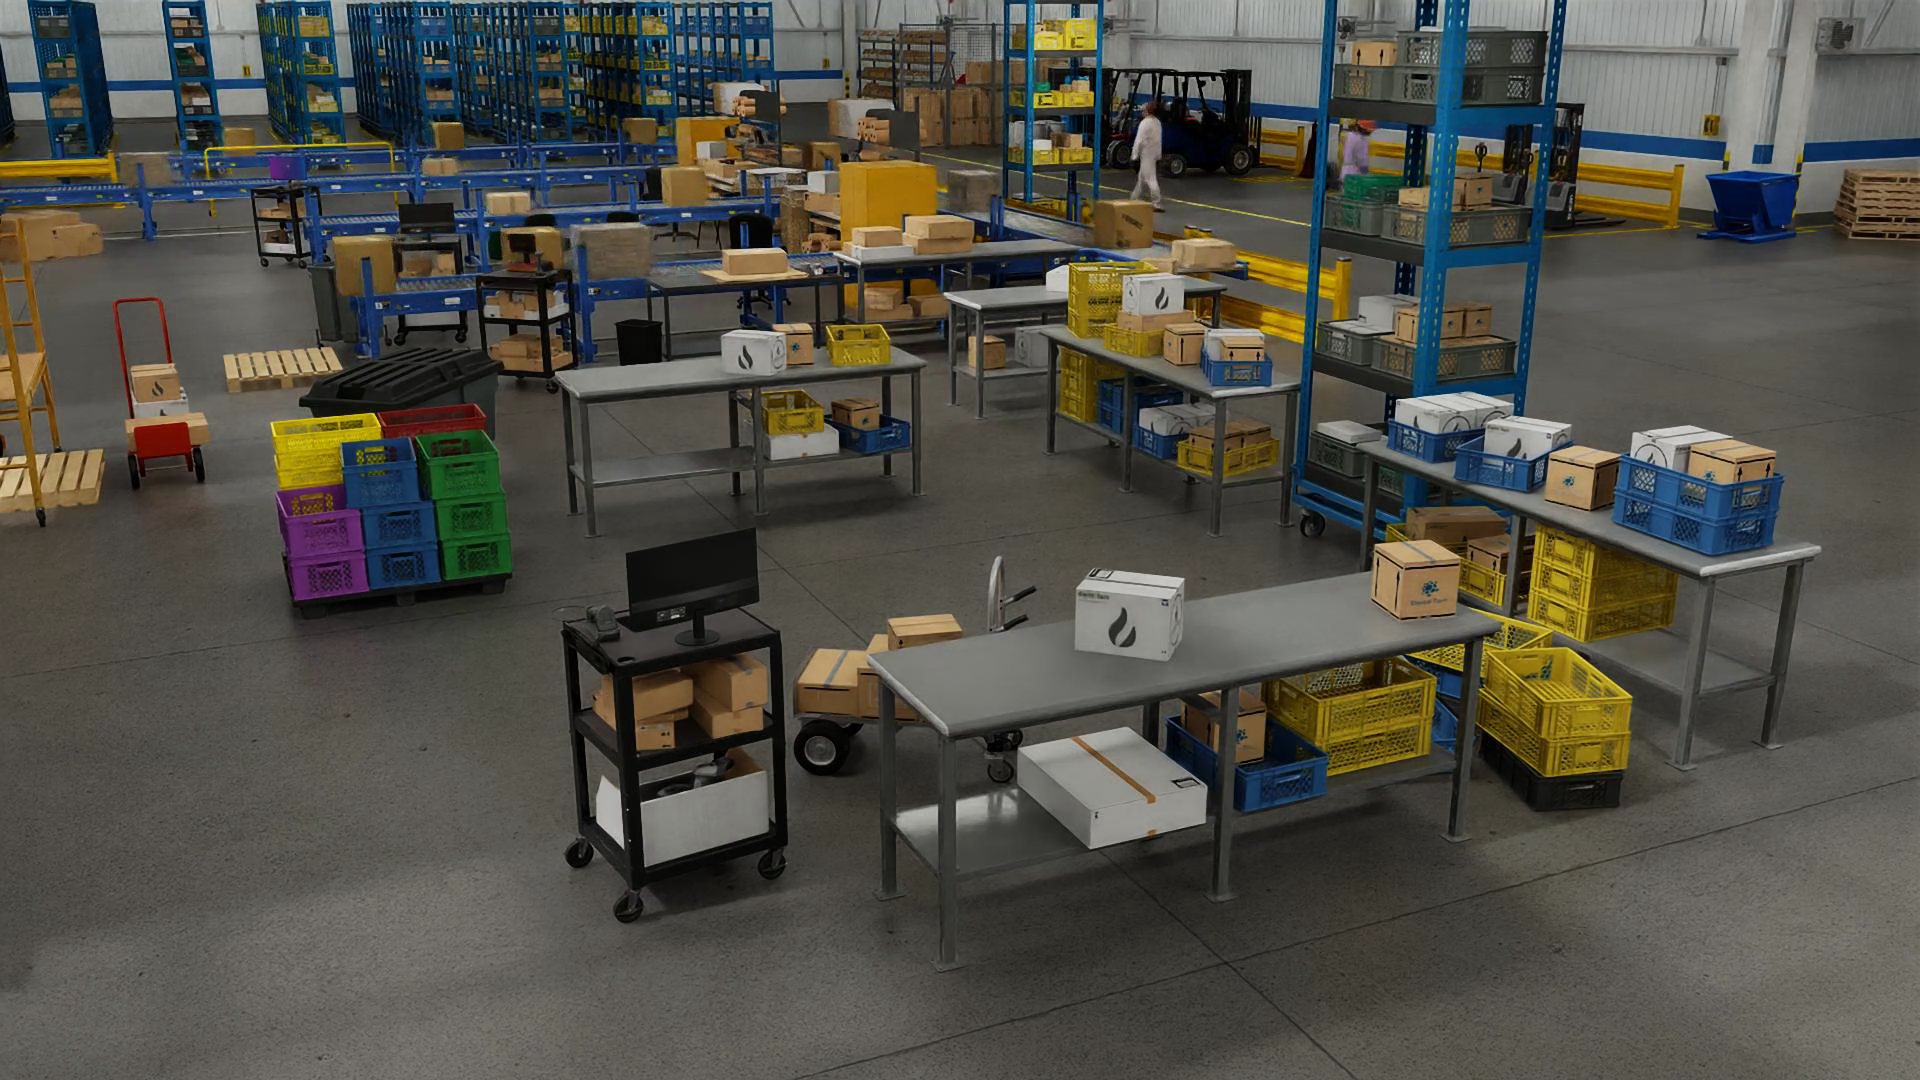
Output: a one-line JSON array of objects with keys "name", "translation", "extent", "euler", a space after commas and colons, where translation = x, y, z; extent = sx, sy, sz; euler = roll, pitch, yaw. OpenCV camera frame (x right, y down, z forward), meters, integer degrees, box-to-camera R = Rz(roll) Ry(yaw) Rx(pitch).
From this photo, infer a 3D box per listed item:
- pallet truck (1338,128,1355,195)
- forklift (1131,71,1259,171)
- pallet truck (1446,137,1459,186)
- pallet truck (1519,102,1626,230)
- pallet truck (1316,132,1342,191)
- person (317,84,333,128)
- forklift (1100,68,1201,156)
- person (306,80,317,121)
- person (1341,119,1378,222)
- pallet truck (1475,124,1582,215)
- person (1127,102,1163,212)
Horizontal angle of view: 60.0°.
[{"name": "pallet truck", "translation": [7.845, -7.140, 31.411], "extent": [1.522, 1.261, 0.704], "euler": [-9, 20, -25]}, {"name": "forklift", "translation": [4.998, -8.936, 35.413], "extent": [2.680, 1.987, 1.157], "euler": [-9, 20, -25]}, {"name": "pallet truck", "translation": [9.184, -6.485, 29.328], "extent": [1.630, 1.274, 0.653], "euler": [-8, 19, -23]}, {"name": "pallet truck", "translation": [9.972, -6.037, 26.785], "extent": [1.885, 1.965, 0.823], "euler": [-9, 20, -25]}, {"name": "pallet truck", "translation": [7.723, -7.504, 32.656], "extent": [1.601, 1.201, 0.680], "euler": [-8, 19, -23]}, {"name": "person", "translation": [-16.615, -11.125, 43.139], "extent": [0.952, 1.802, 0.564], "euler": [-6, 18, -17]}, {"name": "forklift", "translation": [4.082, -9.564, 37.410], "extent": [2.680, 1.987, 1.157], "euler": [-8, 19, -23]}, {"name": "person", "translation": [-17.215, -11.491, 44.256], "extent": [0.609, 1.817, 0.414], "euler": [11, 21, 31]}, {"name": "person", "translation": [5.775, -5.237, 24.301], "extent": [0.394, 1.987, 0.705], "euler": [-4, 18, -12]}, {"name": "pallet truck", "translation": [9.707, -6.455, 28.103], "extent": [1.885, 1.965, 0.823], "euler": [-7, 19, -20]}, {"name": "person", "translation": [3.170, -6.671, 28.986], "extent": [0.948, 1.860, 0.664], "euler": [10, 20, 30]}]
